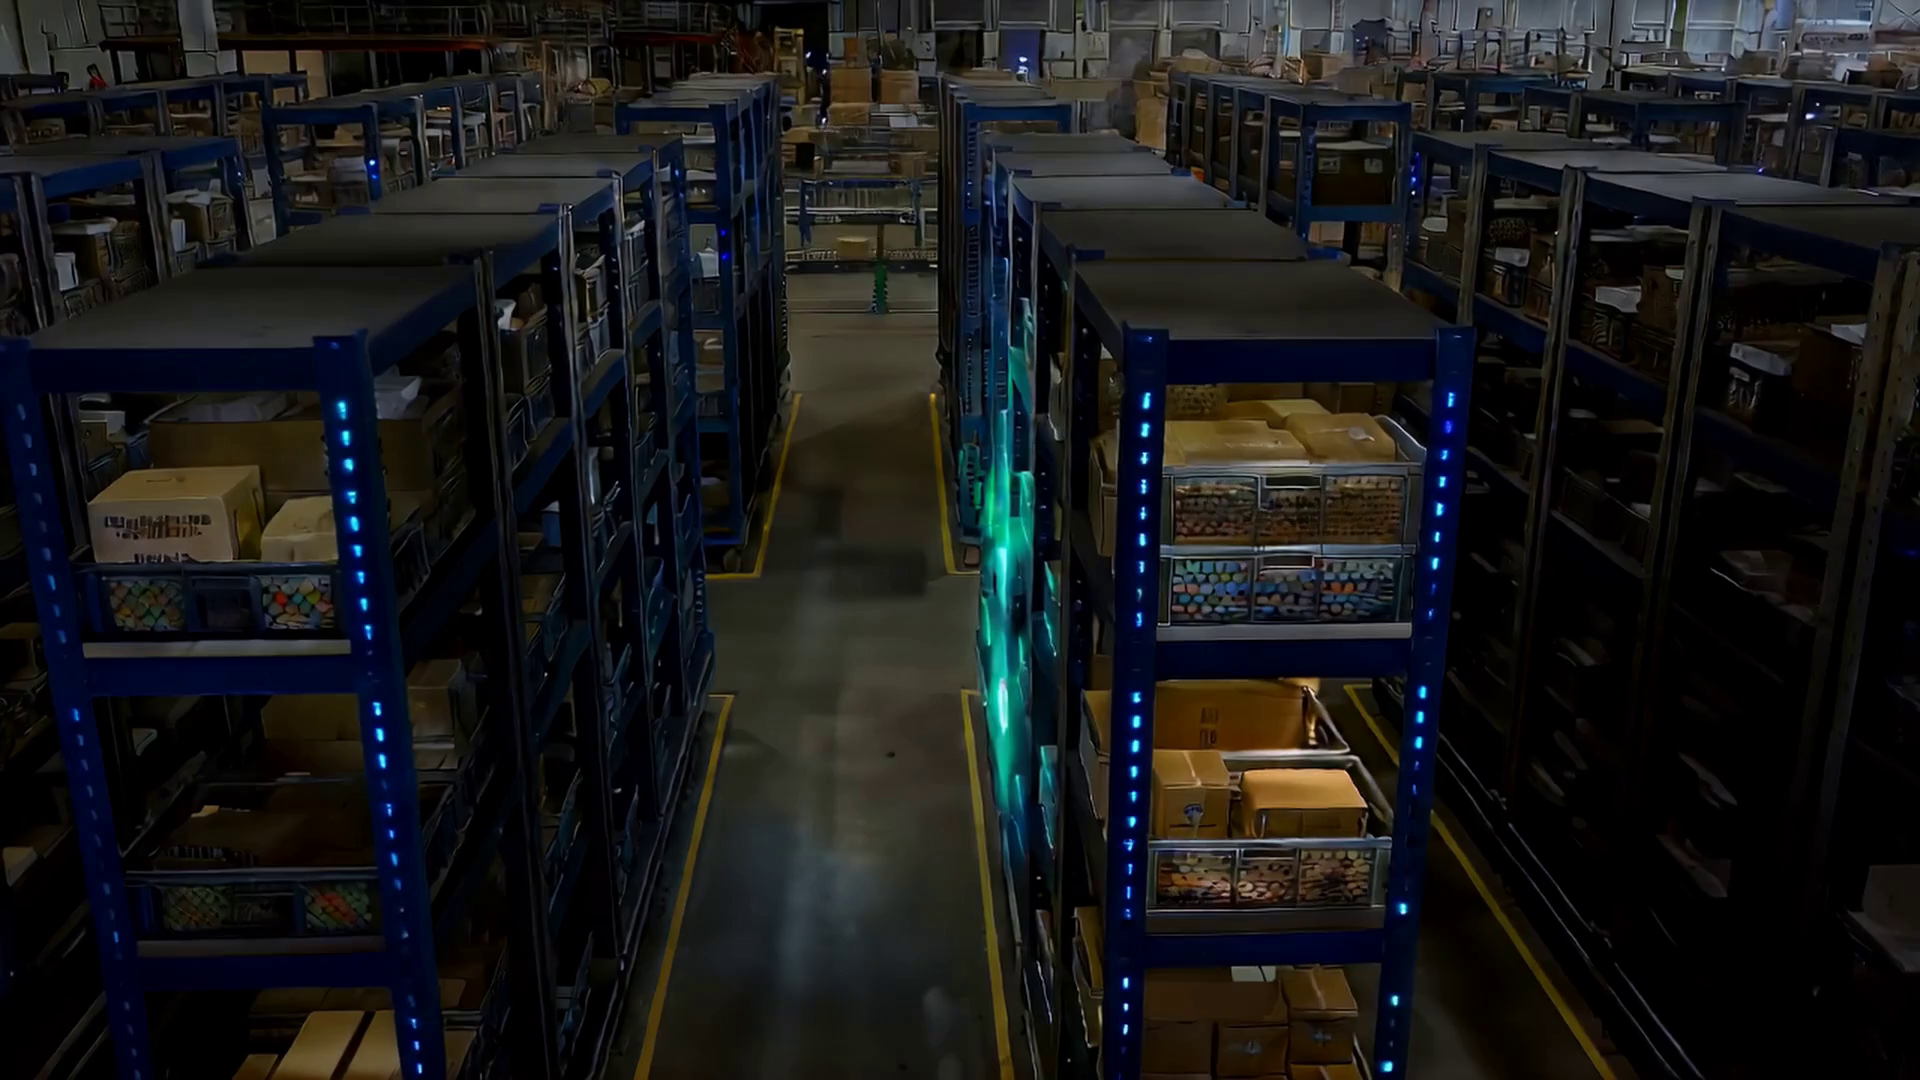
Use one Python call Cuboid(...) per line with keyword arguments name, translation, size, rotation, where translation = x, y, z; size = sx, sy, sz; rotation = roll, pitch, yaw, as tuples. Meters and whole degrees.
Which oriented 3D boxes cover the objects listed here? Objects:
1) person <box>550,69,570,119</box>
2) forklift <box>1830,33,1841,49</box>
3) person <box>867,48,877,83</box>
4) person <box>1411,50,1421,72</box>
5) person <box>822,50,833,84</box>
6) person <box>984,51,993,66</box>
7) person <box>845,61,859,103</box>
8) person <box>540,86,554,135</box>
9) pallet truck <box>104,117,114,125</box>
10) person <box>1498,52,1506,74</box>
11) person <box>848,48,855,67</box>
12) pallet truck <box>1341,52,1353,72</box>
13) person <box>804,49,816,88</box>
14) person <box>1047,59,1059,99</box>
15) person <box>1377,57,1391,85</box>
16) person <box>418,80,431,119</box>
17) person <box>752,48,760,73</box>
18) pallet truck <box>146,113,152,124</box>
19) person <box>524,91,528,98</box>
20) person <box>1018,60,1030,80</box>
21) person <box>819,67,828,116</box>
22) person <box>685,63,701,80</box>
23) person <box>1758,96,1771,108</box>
Cuboid(name="person", translation=(-15.422, -17.065, 63.681), size=(0.994, 1.874, 0.596), rotation=(-6, 19, -18))
Cuboid(name="forklift", translation=(43.715, -23.952, 83.383), size=(1.873, 2.768, 1.129), rotation=(5, 19, 16))
Cuboid(name="person", translation=(-4.913, -26.456, 92.733), size=(0.582, 1.886, 0.895), rotation=(0, 18, 1))
Cuboid(name="person", translation=(23.508, -24.218, 85.660), size=(0.483, 1.964, 0.663), rotation=(-2, 18, -7))
Cuboid(name="person", translation=(-7.253, -25.768, 90.719), size=(0.640, 1.810, 0.670), rotation=(15, 23, 39))
Cuboid(name="person", translation=(1.612, -26.933, 94.517), size=(0.530, 1.689, 0.322), rotation=(3, 18, 9))
Cuboid(name="person", translation=(-4.639, -19.667, 71.667), size=(0.628, 1.919, 0.505), rotation=(-11, 21, -32))
Cuboid(name="person", translation=(-13.886, -14.440, 55.732), size=(0.534, 1.767, 0.319), rotation=(-10, 20, -28))
Cuboid(name="pallet truck", translation=(-18.367, -7.885, 35.078), size=(1.885, 1.965, 0.823), rotation=(1, 18, 2))
Cuboid(name="person", translation=(28.331, -24.570, 86.987), size=(1.024, 1.845, 0.563), rotation=(-7, 19, -19))
Cuboid(name="person", translation=(-5.872, -25.825, 90.704), size=(0.368, 1.927, 0.589), rotation=(5, 19, 16))
Cuboid(name="pallet truck", translation=(18.794, -23.123, 82.231), size=(0.823, 1.965, 1.885), rotation=(-13, 22, -35))
Cuboid(name="person", translation=(-7.844, -24.623, 86.877), size=(0.612, 1.994, 0.395), rotation=(5, 18, 14))
Cuboid(name="person", translation=(4.197, -21.344, 77.010), size=(0.971, 1.819, 0.554), rotation=(-6, 19, -17))
Cuboid(name="person", translation=(20.612, -22.629, 81.032), size=(0.624, 1.805, 0.920), rotation=(-7, 19, -20))
Cuboid(name="person", translation=(-17.674, -14.263, 55.045), size=(0.846, 1.847, 0.601), rotation=(2, 18, 5))
Cuboid(name="person", translation=(-11.124, -25.856, 90.766), size=(0.396, 1.949, 0.602), rotation=(8, 20, 24))
Cuboid(name="pallet truck", translation=(-18.087, -8.309, 36.390), size=(1.885, 1.965, 0.823), rotation=(-1, 18, -4))
Cuboid(name="person", translation=(-12.629, -12.104, 48.346), size=(0.514, 1.866, 0.332), rotation=(-16, 24, -41))
Cuboid(name="person", translation=(2.634, -18.968, 69.315), size=(0.605, 2.035, 0.385), rotation=(-13, 22, -35))
Cuboid(name="person", translation=(-5.413, -17.638, 65.446), size=(0.653, 1.908, 0.566), rotation=(0, 18, 1))
Cuboid(name="person", translation=(-10.418, -17.547, 64.908), size=(0.683, 2.000, 0.537), rotation=(-11, 21, -32))
Cuboid(name="person", translation=(24.624, -12.937, 51.203), size=(0.559, 1.677, 0.531), rotation=(16, 24, 41))
